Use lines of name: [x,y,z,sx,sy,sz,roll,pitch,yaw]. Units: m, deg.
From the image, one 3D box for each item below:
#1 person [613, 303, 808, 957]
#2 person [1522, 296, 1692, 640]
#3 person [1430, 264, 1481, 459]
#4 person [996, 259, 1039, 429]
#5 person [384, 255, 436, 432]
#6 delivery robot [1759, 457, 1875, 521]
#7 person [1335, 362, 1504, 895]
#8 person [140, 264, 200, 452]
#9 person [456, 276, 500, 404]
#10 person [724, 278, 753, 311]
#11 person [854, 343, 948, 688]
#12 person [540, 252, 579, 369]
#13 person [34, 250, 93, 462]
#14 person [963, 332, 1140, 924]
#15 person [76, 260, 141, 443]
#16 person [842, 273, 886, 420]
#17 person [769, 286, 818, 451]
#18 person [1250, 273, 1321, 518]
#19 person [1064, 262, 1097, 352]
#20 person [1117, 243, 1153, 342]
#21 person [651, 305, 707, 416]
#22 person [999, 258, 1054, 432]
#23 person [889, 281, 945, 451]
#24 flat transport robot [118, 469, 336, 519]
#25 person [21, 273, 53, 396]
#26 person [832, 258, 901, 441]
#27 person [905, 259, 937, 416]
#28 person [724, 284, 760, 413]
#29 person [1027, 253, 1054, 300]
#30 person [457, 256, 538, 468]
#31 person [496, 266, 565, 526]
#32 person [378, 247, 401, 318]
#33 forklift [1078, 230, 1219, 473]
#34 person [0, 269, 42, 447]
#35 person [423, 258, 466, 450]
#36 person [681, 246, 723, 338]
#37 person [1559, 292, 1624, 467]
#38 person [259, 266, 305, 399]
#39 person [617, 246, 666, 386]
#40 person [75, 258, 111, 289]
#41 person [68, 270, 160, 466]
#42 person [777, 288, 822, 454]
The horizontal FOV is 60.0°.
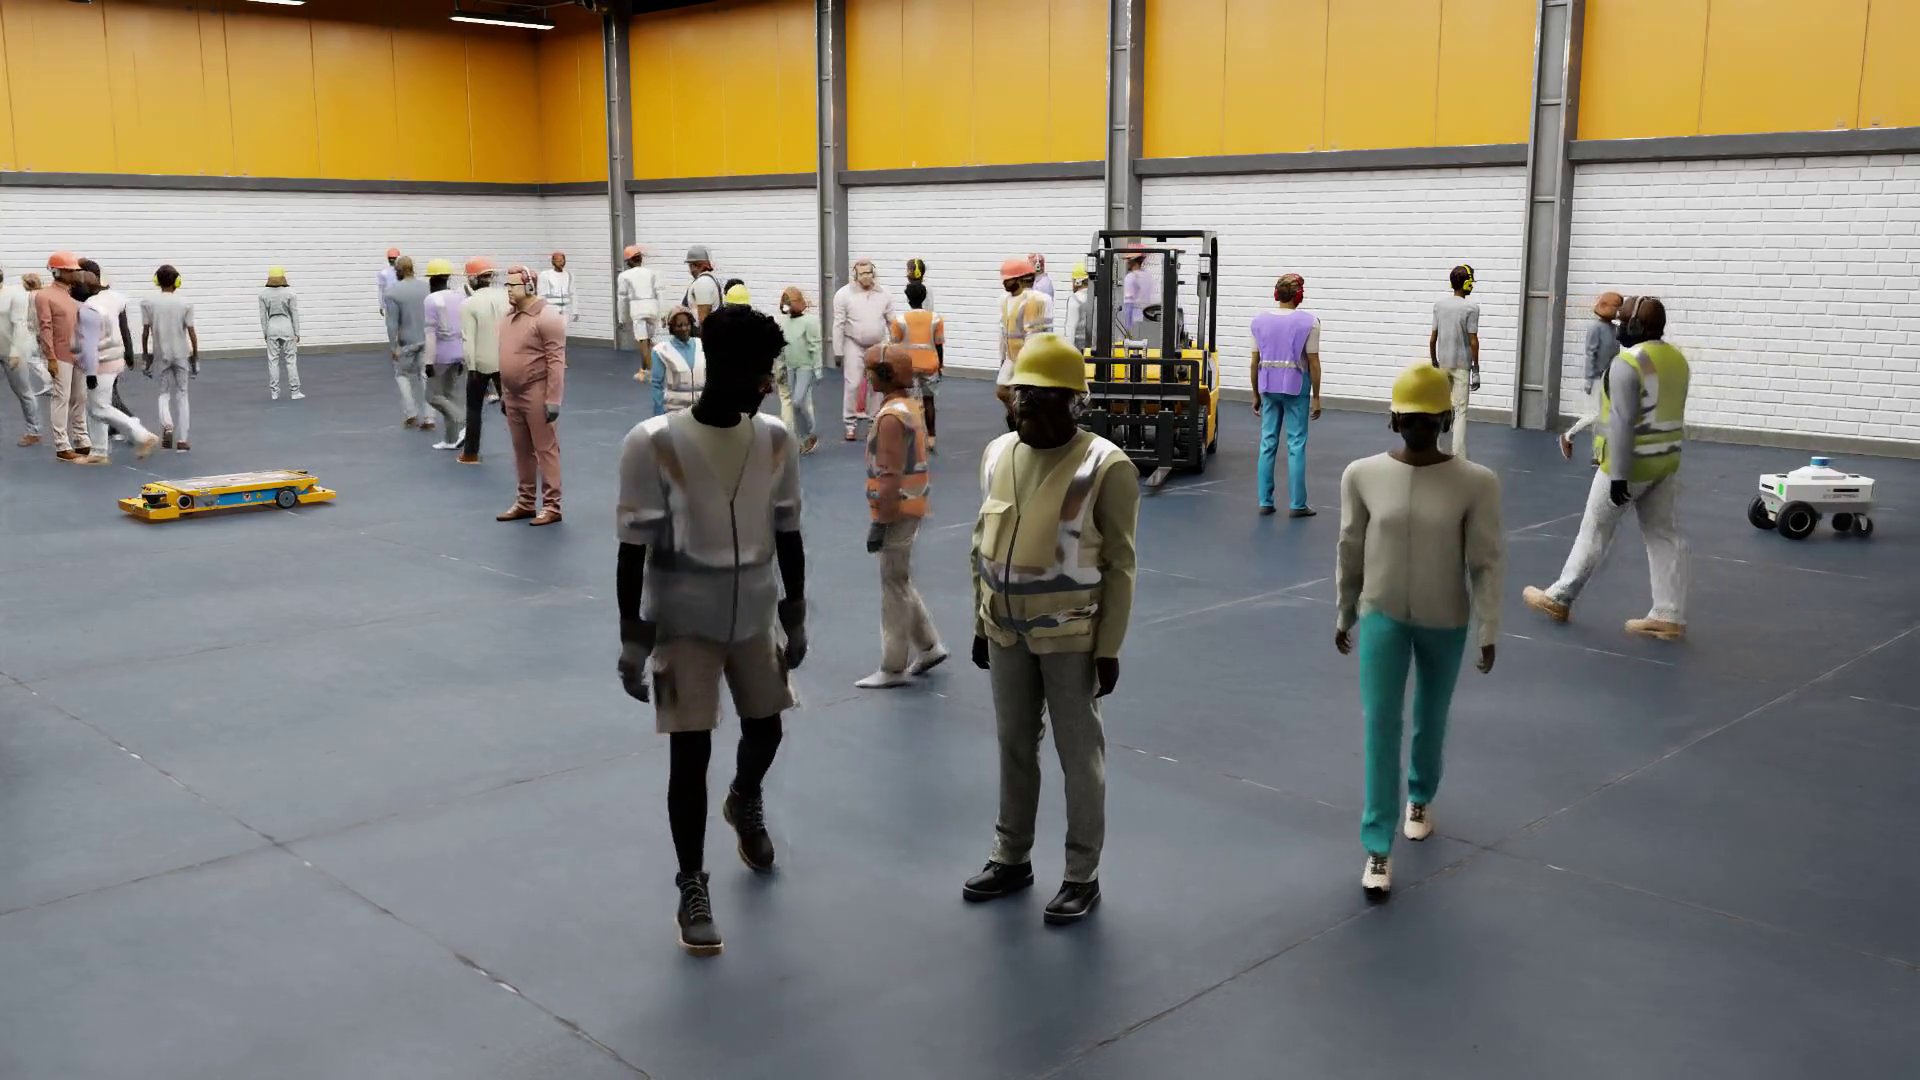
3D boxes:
person: [-0.808,0.237,5.171,0.715,1.942,0.705,-6,12,-31]
person: [3.533,-0.401,8.960,0.658,1.805,0.916,-7,13,-34]
person: [4.478,-1.541,15.015,0.310,1.869,0.532,-8,13,-36]
person: [0.580,-1.820,16.447,0.541,1.901,0.592,-7,12,-32]
person: [-5.962,-2.135,18.137,0.651,1.908,0.631,-8,13,-38]
delivery robot: [6.103,-0.349,11.849,0.707,0.478,0.477,0,10,-1]
person: [1.535,0.260,5.598,0.540,1.714,0.904,3,11,17]
person: [-7.770,-1.781,16.373,0.537,1.848,0.424,-3,11,-18]
person: [-6.126,-2.645,21.248,0.527,1.794,0.955,-9,13,-39]
person: [-2.425,-1.953,17.755,0.542,1.682,0.629,8,13,37]
person: [-0.287,-0.112,7.865,0.389,1.634,0.572,1,10,5]
person: [-6.364,-3.653,26.528,0.615,1.867,0.526,-8,13,-38]
person: [-8.455,-1.746,15.790,0.377,1.995,0.611,2,11,10]
person: [0.262,0.272,5.215,0.593,1.837,0.404,8,13,37]
person: [-8.752,-1.928,17.096,0.813,1.894,0.598,4,11,21]
person: [-1.089,-2.289,19.415,0.551,1.738,0.647,6,12,28]
person: [-1.638,-1.682,16.427,0.509,1.632,0.269,-5,11,-25]
person: [2.458,-1.088,12.602,0.563,1.847,0.389,7,13,34]
person: [1.363,-2.195,18.706,0.442,1.827,0.616,10,14,43]
person: [2.215,-2.734,21.089,0.447,2.023,0.641,7,12,33]
person: [-2.011,-0.918,12.272,0.529,1.621,0.363,-7,13,-34]
person: [0.683,-1.925,17.027,0.593,1.907,0.701,2,11,12]
person: [-0.430,-1.679,16.241,0.551,1.681,0.489,-2,11,-10]
flat transport robot: [-5.715,-0.372,13.004,1.431,0.197,0.652,-10,14,-44]
person: [-12.244,-2.721,22.090,0.373,1.622,0.545,-3,11,-18]
person: [-0.948,-1.982,17.351,0.761,1.896,0.398,-4,11,-22]
person: [-0.460,-2.406,19.822,0.387,1.842,0.614,0,10,1]
person: [-1.930,-1.318,14.166,0.511,1.728,0.816,-6,12,-31]
person: [0.935,-2.591,20.638,0.407,1.906,0.655,-2,11,-10]
person: [-4.282,-1.632,15.304,0.986,1.956,0.616,9,14,41]
person: [-3.195,-1.061,12.292,0.643,1.910,0.400,9,13,39]
person: [-9.677,-4.039,28.502,0.552,1.923,0.470,-4,11,-21]
forklift: [1.804,-1.825,15.677,1.214,2.155,2.313,2,11,13]
person: [-9.535,-1.815,16.469,0.628,1.879,1.016,0,10,1]
person: [-5.053,-1.818,16.419,0.492,1.907,0.604,3,11,16]
person: [-3.106,-2.431,19.402,0.896,2.000,0.702,1,10,4]
person: [5.861,-1.471,15.295,0.522,1.617,0.479,-8,13,-36]
person: [-8.863,-2.691,21.706,0.505,1.747,0.426,-1,10,-5]
person: [-4.571,-3.202,23.793,0.617,1.966,0.972,-6,12,-29]
person: [-11.231,-2.712,21.489,0.621,1.841,0.429,-3,11,-17]
person: [-7.863,-1.577,15.366,0.677,1.818,0.647,-3,11,-16]
person: [-1.565,-1.623,16.119,0.542,1.617,0.374,9,14,42]
